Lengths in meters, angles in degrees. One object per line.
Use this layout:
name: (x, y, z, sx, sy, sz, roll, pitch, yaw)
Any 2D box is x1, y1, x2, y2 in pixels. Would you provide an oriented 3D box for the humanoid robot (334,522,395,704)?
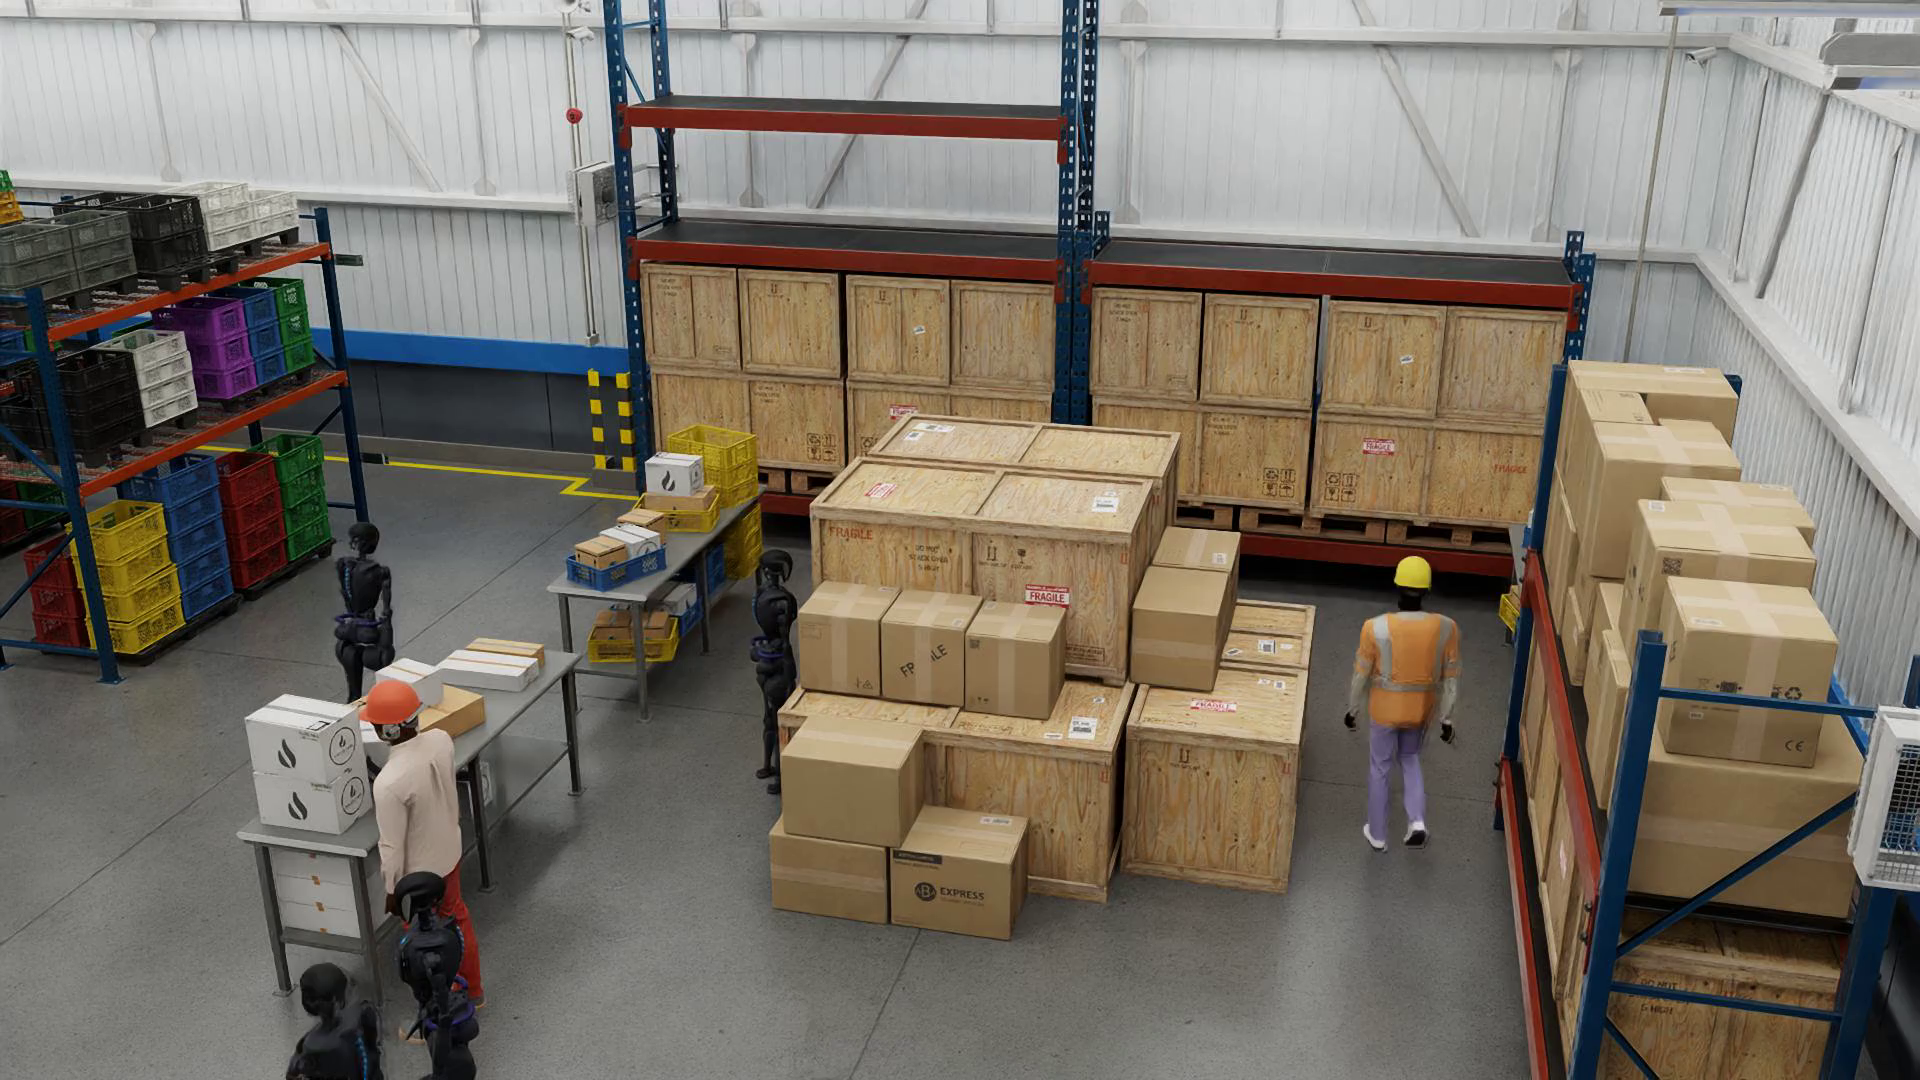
humanoid robot: (-4.017, 0.672, 11.341, 0.577, 1.640, 0.533, 8, 22, 20)

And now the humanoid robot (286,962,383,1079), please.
humanoid robot: (-2.409, 2.439, 6.711, 0.522, 1.627, 0.586, 6, 22, 16)

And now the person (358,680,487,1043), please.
person: (-2.738, 1.612, 8.429, 0.400, 1.987, 0.613, 6, 22, 14)

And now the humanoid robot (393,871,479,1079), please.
humanoid robot: (-2.296, 2.189, 7.325, 0.325, 1.658, 0.601, -9, 23, -23)

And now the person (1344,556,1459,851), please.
person: (2.674, 1.017, 10.092, 0.605, 1.907, 0.463, -2, 21, -4)

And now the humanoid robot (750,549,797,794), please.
humanoid robot: (-1.193, 0.837, 10.864, 0.315, 1.657, 0.611, -8, 22, -19)
